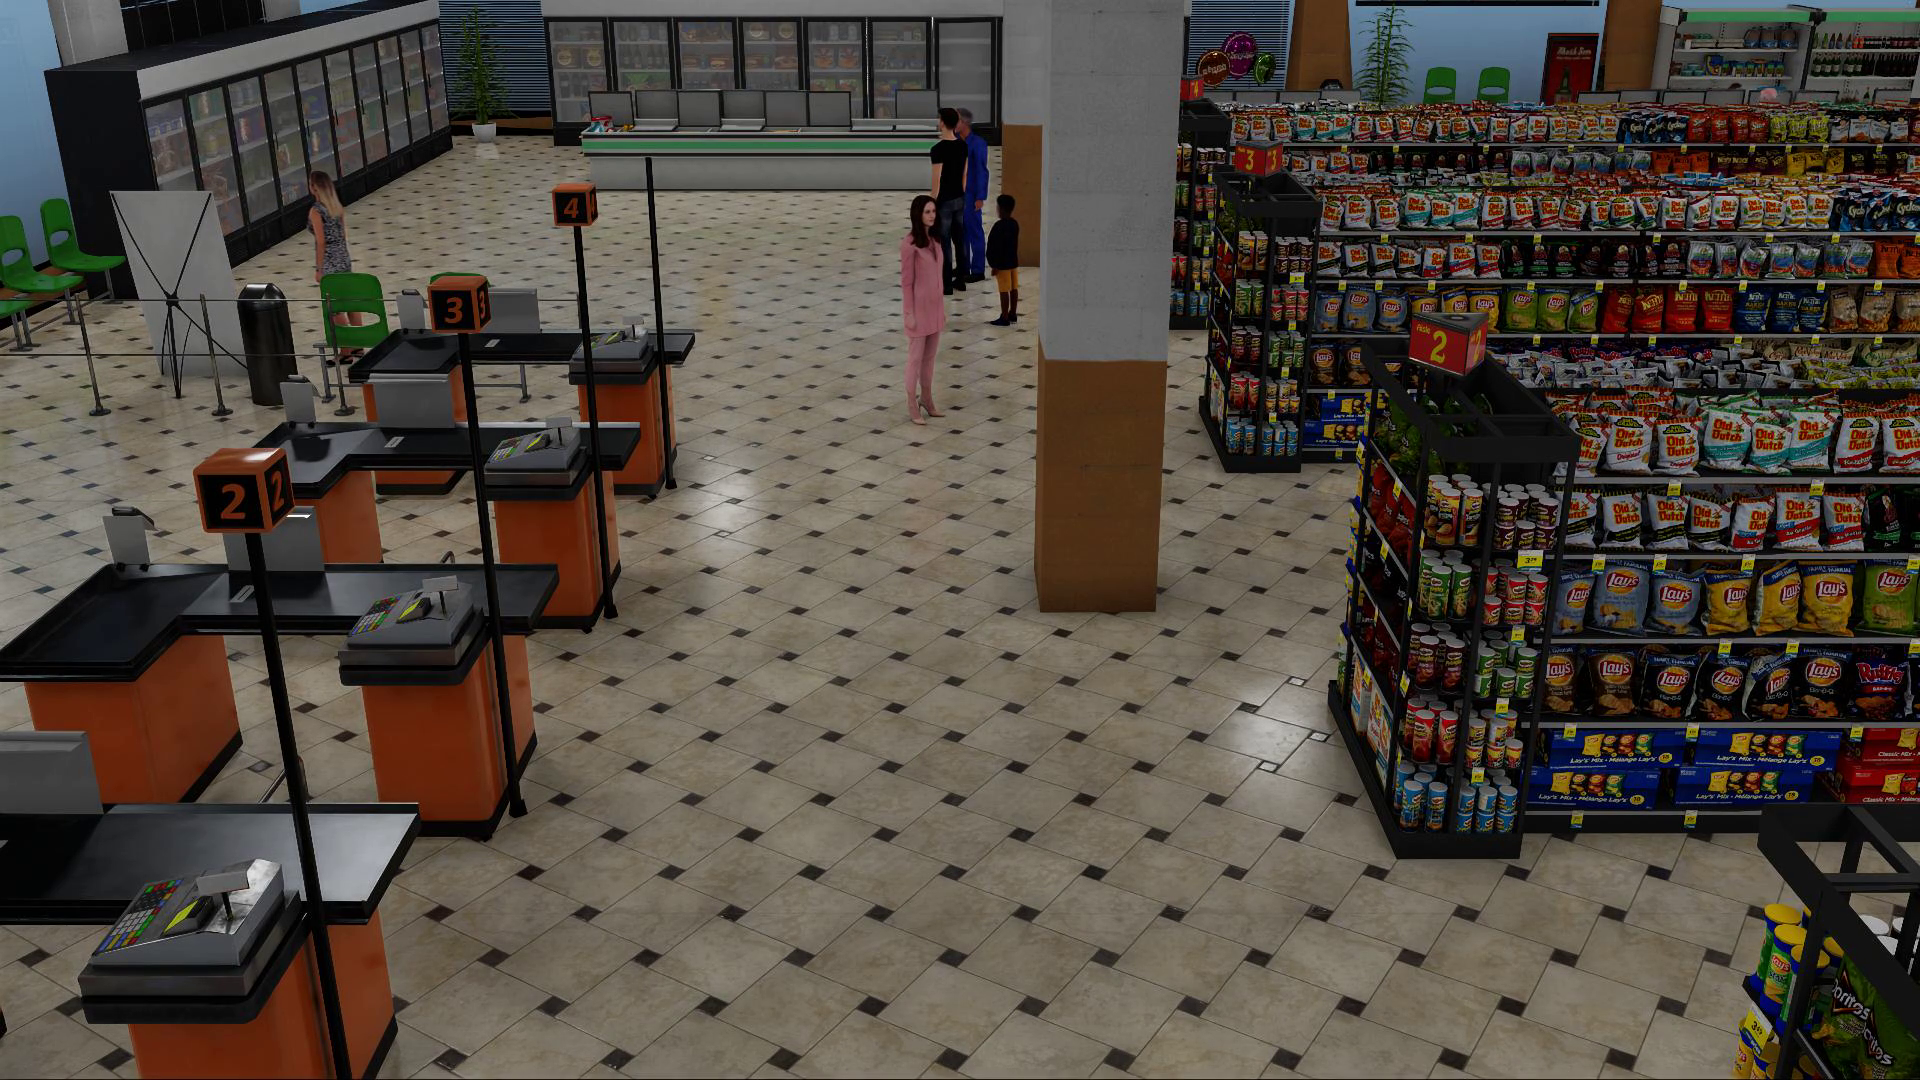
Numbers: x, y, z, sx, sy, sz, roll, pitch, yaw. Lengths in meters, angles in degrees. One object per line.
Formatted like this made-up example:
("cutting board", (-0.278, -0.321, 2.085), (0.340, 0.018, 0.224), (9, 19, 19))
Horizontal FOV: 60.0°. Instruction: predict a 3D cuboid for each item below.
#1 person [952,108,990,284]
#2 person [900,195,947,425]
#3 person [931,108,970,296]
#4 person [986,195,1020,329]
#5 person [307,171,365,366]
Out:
("person", (0.082, -3.695, 17.789), (0.804, 1.825, 0.799), (-15, 27, -33))
("person", (-0.298, -1.829, 13.175), (0.716, 1.803, 0.686), (16, 27, 34))
("person", (-0.107, -3.508, 17.226), (0.806, 1.896, 0.751), (20, 29, 40))
("person", (0.450, -2.700, 16.061), (0.659, 1.266, 0.613), (14, 26, 31))
("person", (-5.558, -2.420, 14.779), (0.580, 1.703, 0.621), (6, 23, 15))
